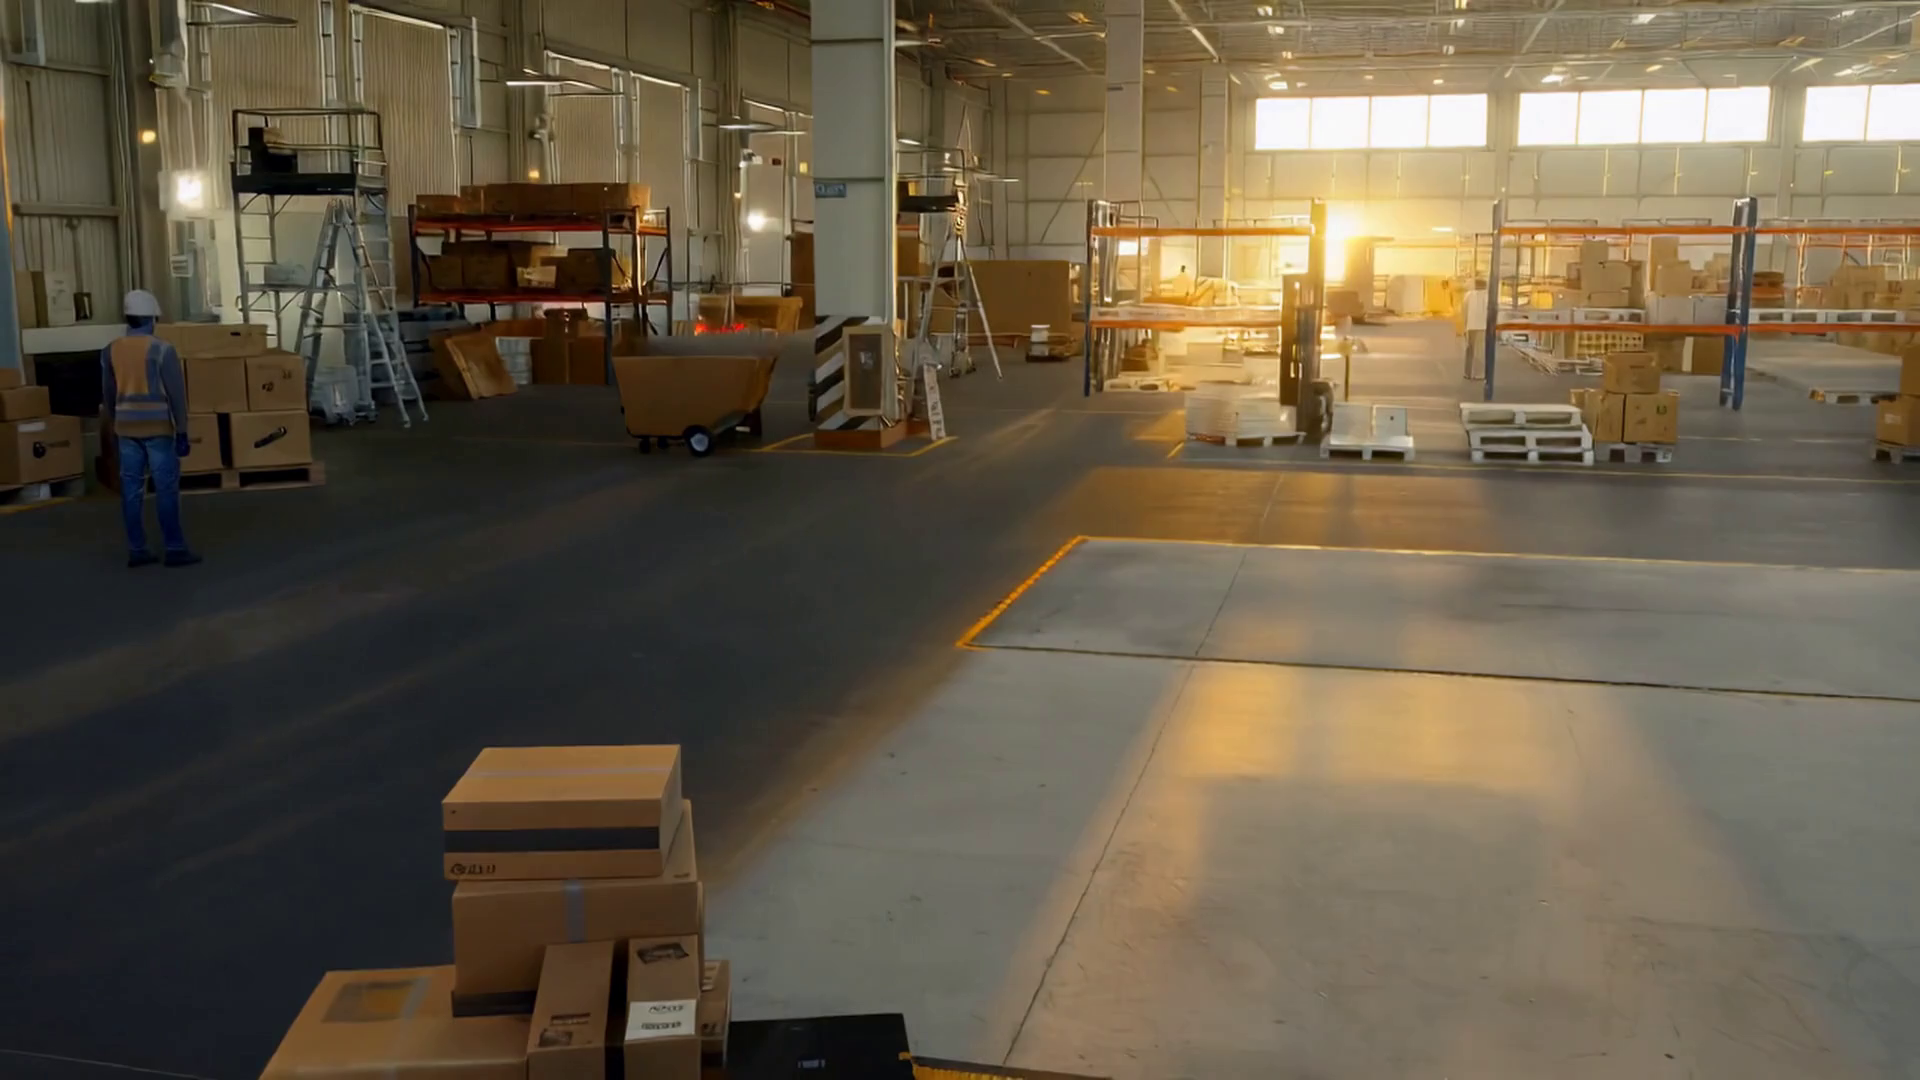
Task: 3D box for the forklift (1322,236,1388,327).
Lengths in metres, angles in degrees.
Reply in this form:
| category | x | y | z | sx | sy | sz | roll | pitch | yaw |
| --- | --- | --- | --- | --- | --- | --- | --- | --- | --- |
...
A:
| category | x | y | z | sx | sy | sz | roll | pitch | yaw |
| --- | --- | --- | --- | --- | --- | --- | --- | --- | --- |
| forklift | 12.227 | -8.024 | 51.649 | 1.873 | 2.768 | 1.129 | -2 | 10 | -14 |

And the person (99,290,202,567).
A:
| category | x | y | z | sx | sy | sz | roll | pitch | yaw |
| --- | --- | --- | --- | --- | --- | --- | --- | --- | --- |
| person | -5.704 | -0.774 | 11.700 | 0.607 | 1.948 | 0.390 | 2 | 10 | 9 |

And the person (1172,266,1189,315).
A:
| category | x | y | z | sx | sy | sz | roll | pitch | yaw |
| --- | --- | --- | --- | --- | --- | --- | --- | --- | --- |
| person | 7.590 | -8.460 | 57.142 | 0.640 | 1.888 | 1.007 | -2 | 10 | -11 |

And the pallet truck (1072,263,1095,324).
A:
| category | x | y | z | sx | sy | sz | roll | pitch | yaw |
| --- | --- | --- | --- | --- | --- | --- | --- | --- | --- |
| pallet truck | 4.325 | -8.180 | 55.162 | 0.823 | 1.965 | 1.885 | 6 | 11 | 31 |

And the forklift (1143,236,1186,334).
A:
| category | x | y | z | sx | sy | sz | roll | pitch | yaw |
| --- | --- | --- | --- | --- | --- | --- | --- | --- | --- |
| forklift | 5.411 | -7.233 | 46.991 | 1.873 | 2.768 | 1.129 | 2 | 10 | 14 |

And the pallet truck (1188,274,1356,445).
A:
| category | x | y | z | sx | sy | sz | roll | pitch | yaw |
| --- | --- | --- | --- | --- | --- | --- | --- | --- | --- |
| pallet truck | 3.653 | -2.138 | 19.590 | 1.885 | 1.965 | 0.823 | -4 | 10 | -20 |

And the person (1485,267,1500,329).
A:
| category | x | y | z | sx | sy | sz | roll | pitch | yaw |
| --- | --- | --- | --- | --- | --- | --- | --- | --- | --- |
| person | 14.918 | -6.731 | 46.889 | 0.556 | 1.915 | 0.592 | 3 | 10 | 15 |

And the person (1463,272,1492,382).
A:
| category | x | y | z | sx | sy | sz | roll | pitch | yaw |
| --- | --- | --- | --- | --- | --- | --- | --- | --- | --- |
| person | 9.079 | -3.725 | 29.138 | 0.373 | 1.928 | 0.584 | -7 | 12 | -35 |

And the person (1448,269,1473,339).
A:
| category | x | y | z | sx | sy | sz | roll | pitch | yaw |
| --- | --- | --- | --- | --- | --- | --- | --- | --- | --- |
| person | 13.538 | -6.393 | 45.006 | 0.620 | 1.887 | 1.047 | 4 | 11 | 24 |

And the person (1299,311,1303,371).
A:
| category | x | y | z | sx | sy | sz | roll | pitch | yaw |
| --- | --- | --- | --- | --- | --- | --- | --- | --- | --- |
| person | 6.743 | -4.105 | 31.941 | 0.485 | 1.739 | 0.320 | -8 | 13 | -40 |
